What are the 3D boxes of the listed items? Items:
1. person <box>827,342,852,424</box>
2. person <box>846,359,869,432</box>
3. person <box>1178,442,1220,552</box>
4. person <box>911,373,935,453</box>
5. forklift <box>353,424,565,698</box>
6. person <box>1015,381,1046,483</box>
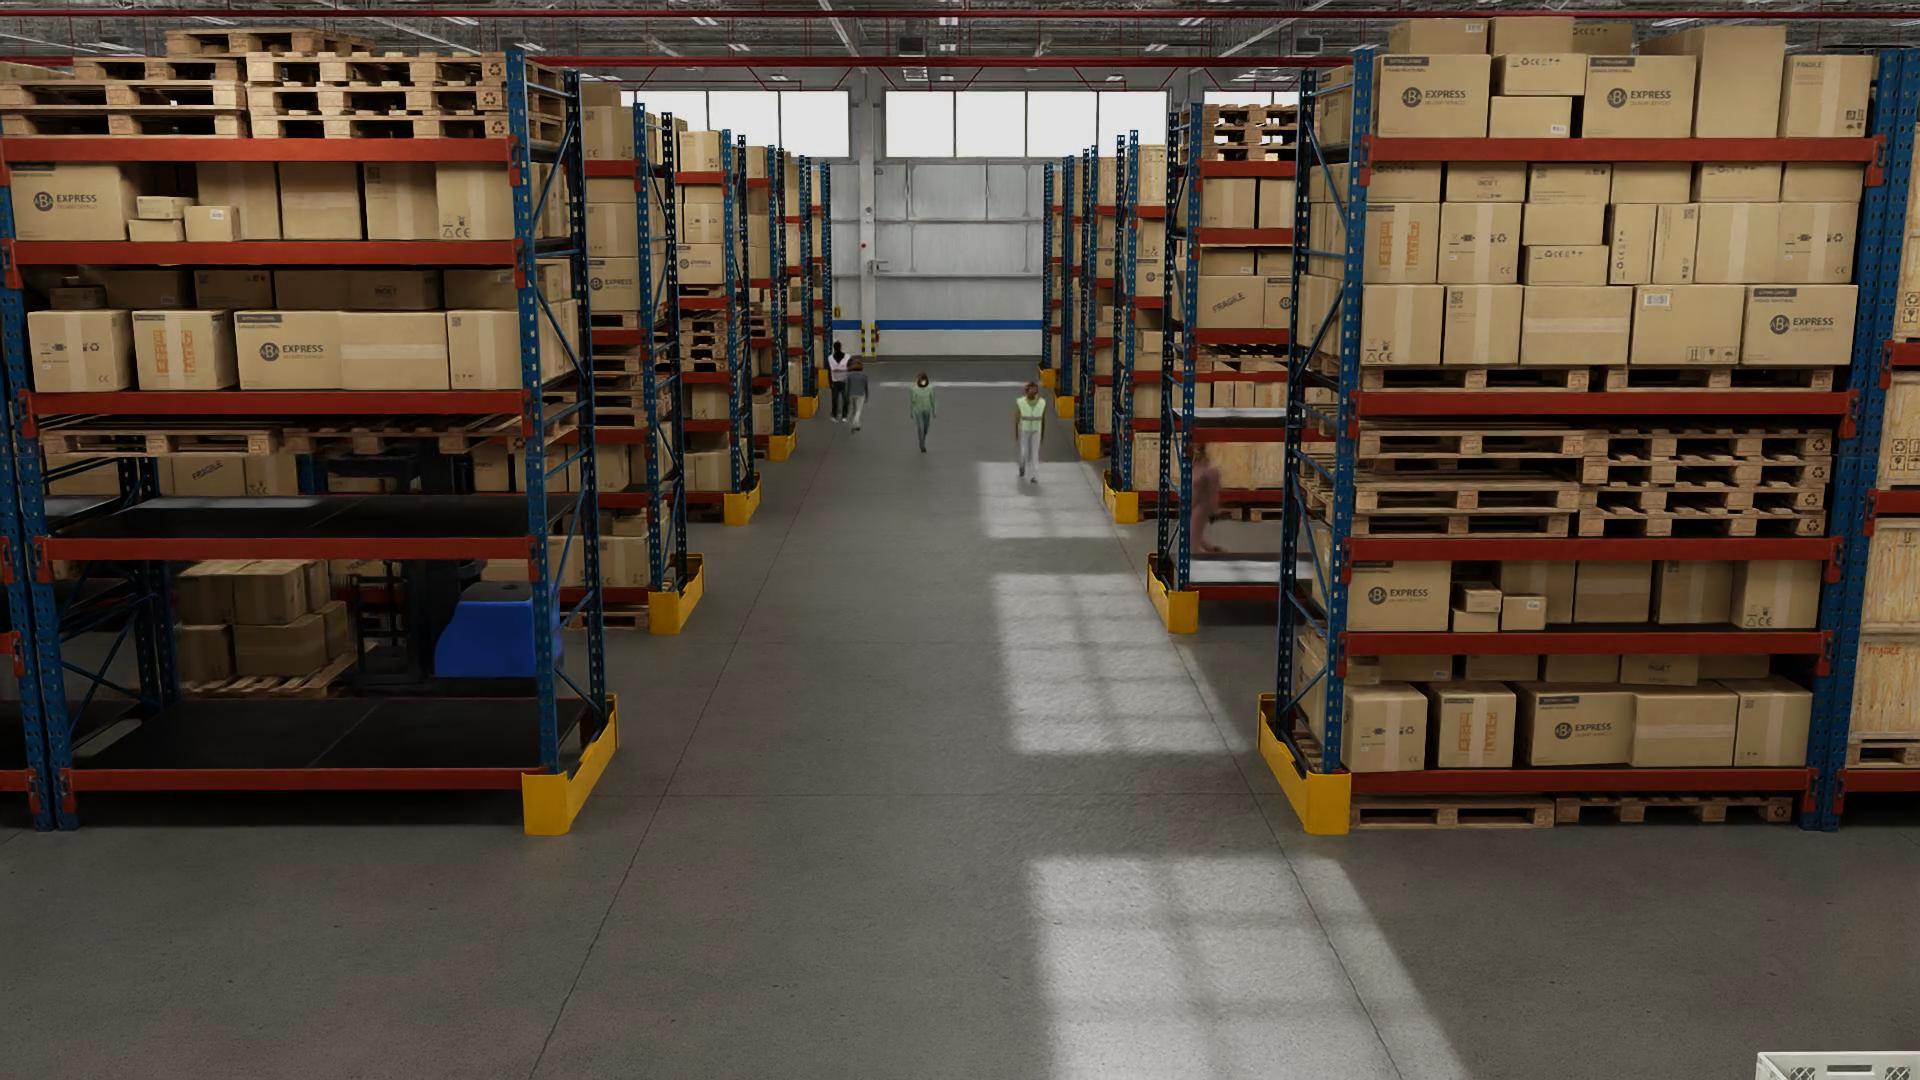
[{"bbox_3d":[-2.751,-3.580,37.985,0.612,1.859,1.018,1,11,7],"label":"person"},{"bbox_3d":[-2.283,-3.151,36.509,0.517,1.607,0.708,3,12,15],"label":"person"},{"bbox_3d":[3.223,-0.448,22.387,0.712,1.890,0.654,-7,13,-31],"label":"person"},{"bbox_3d":[-0.763,-2.599,33.746,0.503,1.614,0.673,-3,12,-16],"label":"person"},{"bbox_3d":[-5.089,0.182,16.796,1.873,2.768,1.129,0,11,-1],"label":"forklift"},{"bbox_3d":[1.270,-1.966,30.045,0.579,1.833,0.605,-2,12,-8],"label":"person"}]
